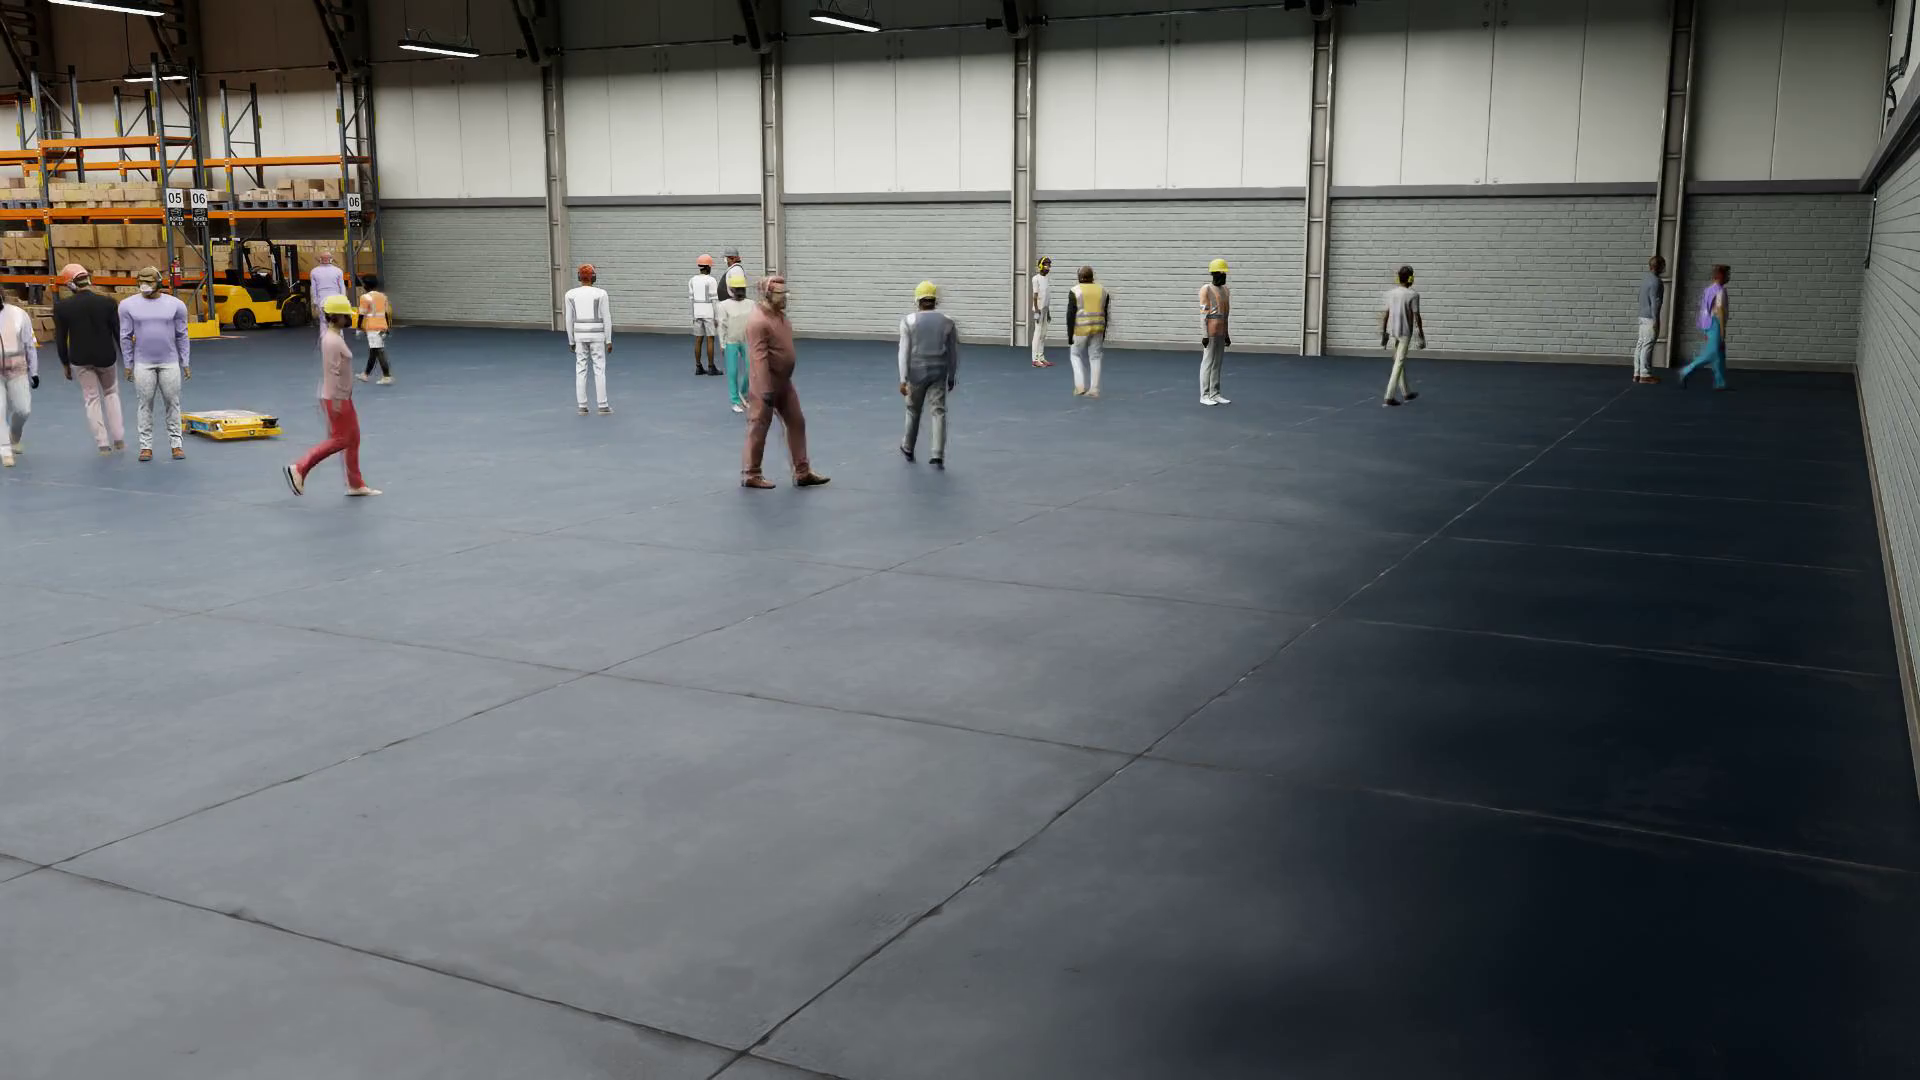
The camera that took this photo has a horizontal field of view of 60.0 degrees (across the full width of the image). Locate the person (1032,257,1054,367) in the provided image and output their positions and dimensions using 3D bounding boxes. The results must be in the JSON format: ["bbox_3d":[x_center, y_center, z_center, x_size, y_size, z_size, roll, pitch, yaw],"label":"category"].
[{"bbox_3d":[1.415,-3.898,28.487,0.325,1.864,0.514,5,12,26],"label":"person"}]

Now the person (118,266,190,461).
[{"bbox_3d":[-8.023,-1.759,16.620,0.629,1.936,0.371,-5,11,-25],"label":"person"}]

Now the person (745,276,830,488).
[{"bbox_3d":[-1.549,-1.373,14.683,0.853,1.874,0.671,4,11,21],"label":"person"}]

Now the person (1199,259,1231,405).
[{"bbox_3d":[3.400,-2.761,22.104,0.360,1.930,0.587,9,14,41],"label":"person"}]

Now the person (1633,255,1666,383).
[{"bbox_3d":[10.508,-3.356,25.320,0.359,1.938,0.632,1,10,5],"label":"person"}]

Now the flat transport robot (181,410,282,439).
[{"bbox_3d":[-8.266,-1.318,18.762,0.652,0.197,1.431,-10,14,-43],"label":"flat transport robot"}]

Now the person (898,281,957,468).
[{"bbox_3d":[-0.337,-1.619,16.253,0.624,1.781,0.924,-3,11,-17],"label":"person"}]

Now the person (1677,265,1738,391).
[{"bbox_3d":[10.833,-3.049,23.964,0.772,1.826,0.577,3,11,15],"label":"person"}]

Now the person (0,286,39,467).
[{"bbox_3d":[-9.397,-1.640,16.293,0.635,1.820,0.584,-8,13,-37],"label":"person"}]

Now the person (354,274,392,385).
[{"bbox_3d":[-8.875,-3.151,24.931,0.819,1.656,0.557,3,11,18],"label":"person"}]

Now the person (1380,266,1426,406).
[{"bbox_3d":[5.932,-2.699,22.043,0.932,1.830,0.518,-8,13,-36],"label":"person"}]

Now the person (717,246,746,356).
[{"bbox_3d":[-4.265,-4.455,31.038,0.537,2.000,0.674,-1,10,-7],"label":"person"}]

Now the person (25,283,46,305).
[{"bbox_3d":[-24.779,-6.873,44.566,0.401,1.918,0.580,5,11,24],"label":"person"}]

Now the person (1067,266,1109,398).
[{"bbox_3d":[1.759,-2.876,23.034,0.666,1.823,0.470,-4,11,-19],"label":"person"}]

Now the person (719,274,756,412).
[{"bbox_3d":[-2.804,-2.491,21.098,0.535,1.755,0.373,-5,12,-27],"label":"person"}]

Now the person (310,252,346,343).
[{"bbox_3d":[-12.459,-4.724,32.869,0.643,1.909,0.410,-2,11,-10],"label":"person"}]

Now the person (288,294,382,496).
[{"bbox_3d":[-5.357,-1.209,14.155,0.667,1.750,0.530,-3,11,-16],"label":"person"}]

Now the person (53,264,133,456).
[{"bbox_3d":[-8.878,-1.846,17.072,0.679,1.943,0.729,-6,12,-28],"label":"person"}]

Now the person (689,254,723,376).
[{"bbox_3d":[-4.076,-3.606,26.690,0.545,1.938,0.361,6,12,29],"label":"person"}]

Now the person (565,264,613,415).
[{"bbox_3d":[-4.629,-2.500,20.811,0.574,1.882,0.356,1,10,7],"label":"person"}]
